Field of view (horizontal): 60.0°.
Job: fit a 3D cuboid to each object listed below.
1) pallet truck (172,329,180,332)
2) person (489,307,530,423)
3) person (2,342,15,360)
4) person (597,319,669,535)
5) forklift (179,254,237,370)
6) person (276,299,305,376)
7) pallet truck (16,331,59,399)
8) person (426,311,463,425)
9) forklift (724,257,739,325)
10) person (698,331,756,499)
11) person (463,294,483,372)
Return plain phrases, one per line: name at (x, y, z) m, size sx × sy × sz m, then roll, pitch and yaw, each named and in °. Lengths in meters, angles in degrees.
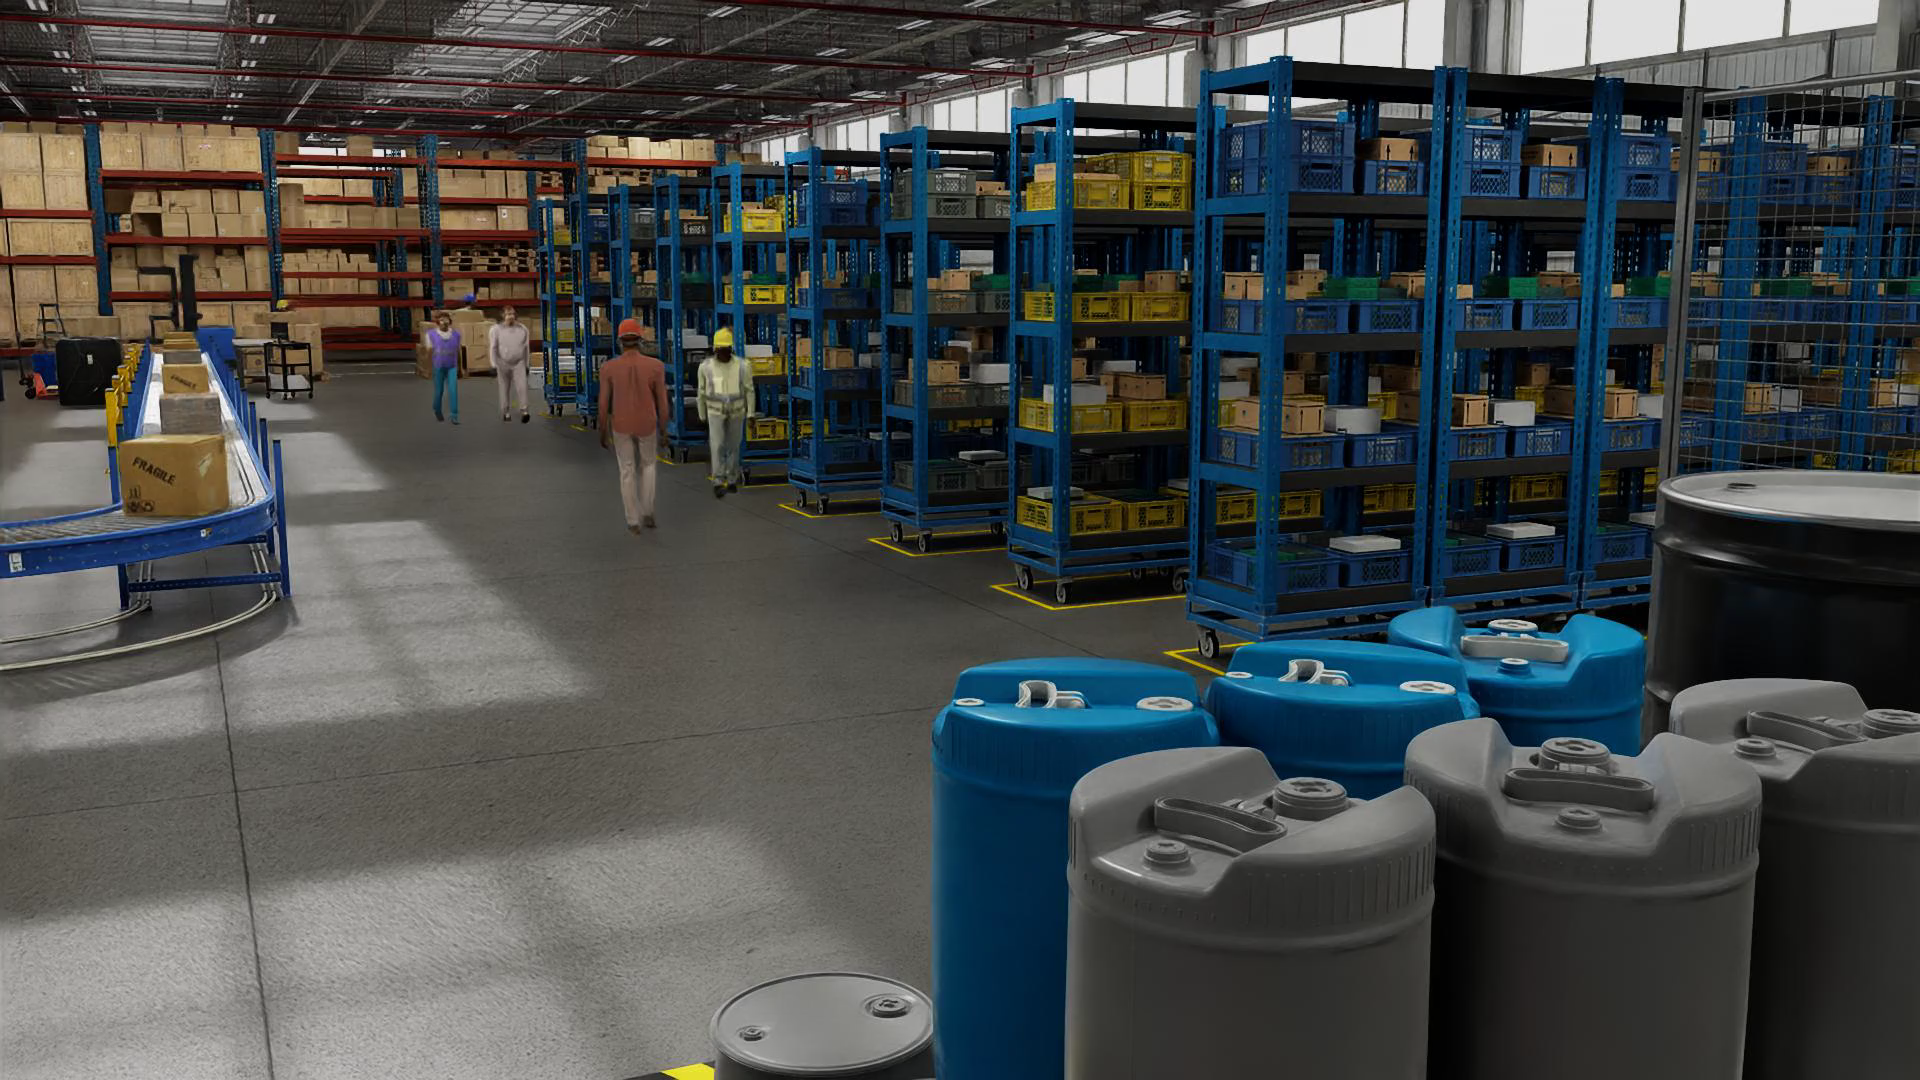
pallet truck at (-17.275, -3.851, 35.096) m, size 1.601 × 1.201 × 0.680 m, roll 0°, pitch 9°, yaw 1°
person at (-7.168, -2.785, 26.558) m, size 0.653 × 1.845 × 1.026 m, roll -4°, pitch 10°, yaw -23°
person at (-26.324, -5.799, 45.388) m, size 0.920 × 1.815 × 0.572 m, roll -6°, pitch 11°, yaw -32°
person at (-3.035, -1.051, 15.389) m, size 0.643 × 1.974 × 0.675 m, roll -3°, pitch 10°, yaw -16°
forklift at (-18.404, -5.432, 39.791) m, size 1.873 × 2.768 × 1.129 m, roll -4°, pitch 10°, yaw -25°
person at (-15.411, -4.646, 38.303) m, size 0.791 × 1.790 × 0.601 m, roll -7°, pitch 12°, yaw -38°
pallet truck at (-17.082, -3.353, 31.781) m, size 1.630 × 1.274 × 0.653 m, roll -4°, pitch 10°, yaw -25°
person at (-8.207, -2.739, 26.408) m, size 0.574 × 1.814 × 0.754 m, roll -5°, pitch 11°, yaw -29°
forklift at (-6.411, -6.469, 46.220) m, size 1.873 × 2.768 × 1.129 m, roll -4°, pitch 10°, yaw -25°
person at (-2.494, -1.347, 17.835) m, size 0.599 × 1.777 × 0.918 m, roll -2°, pitch 9°, yaw -14°
person at (-11.634, -4.856, 39.245) m, size 0.949 × 1.911 × 0.623 m, roll -6°, pitch 11°, yaw -32°
